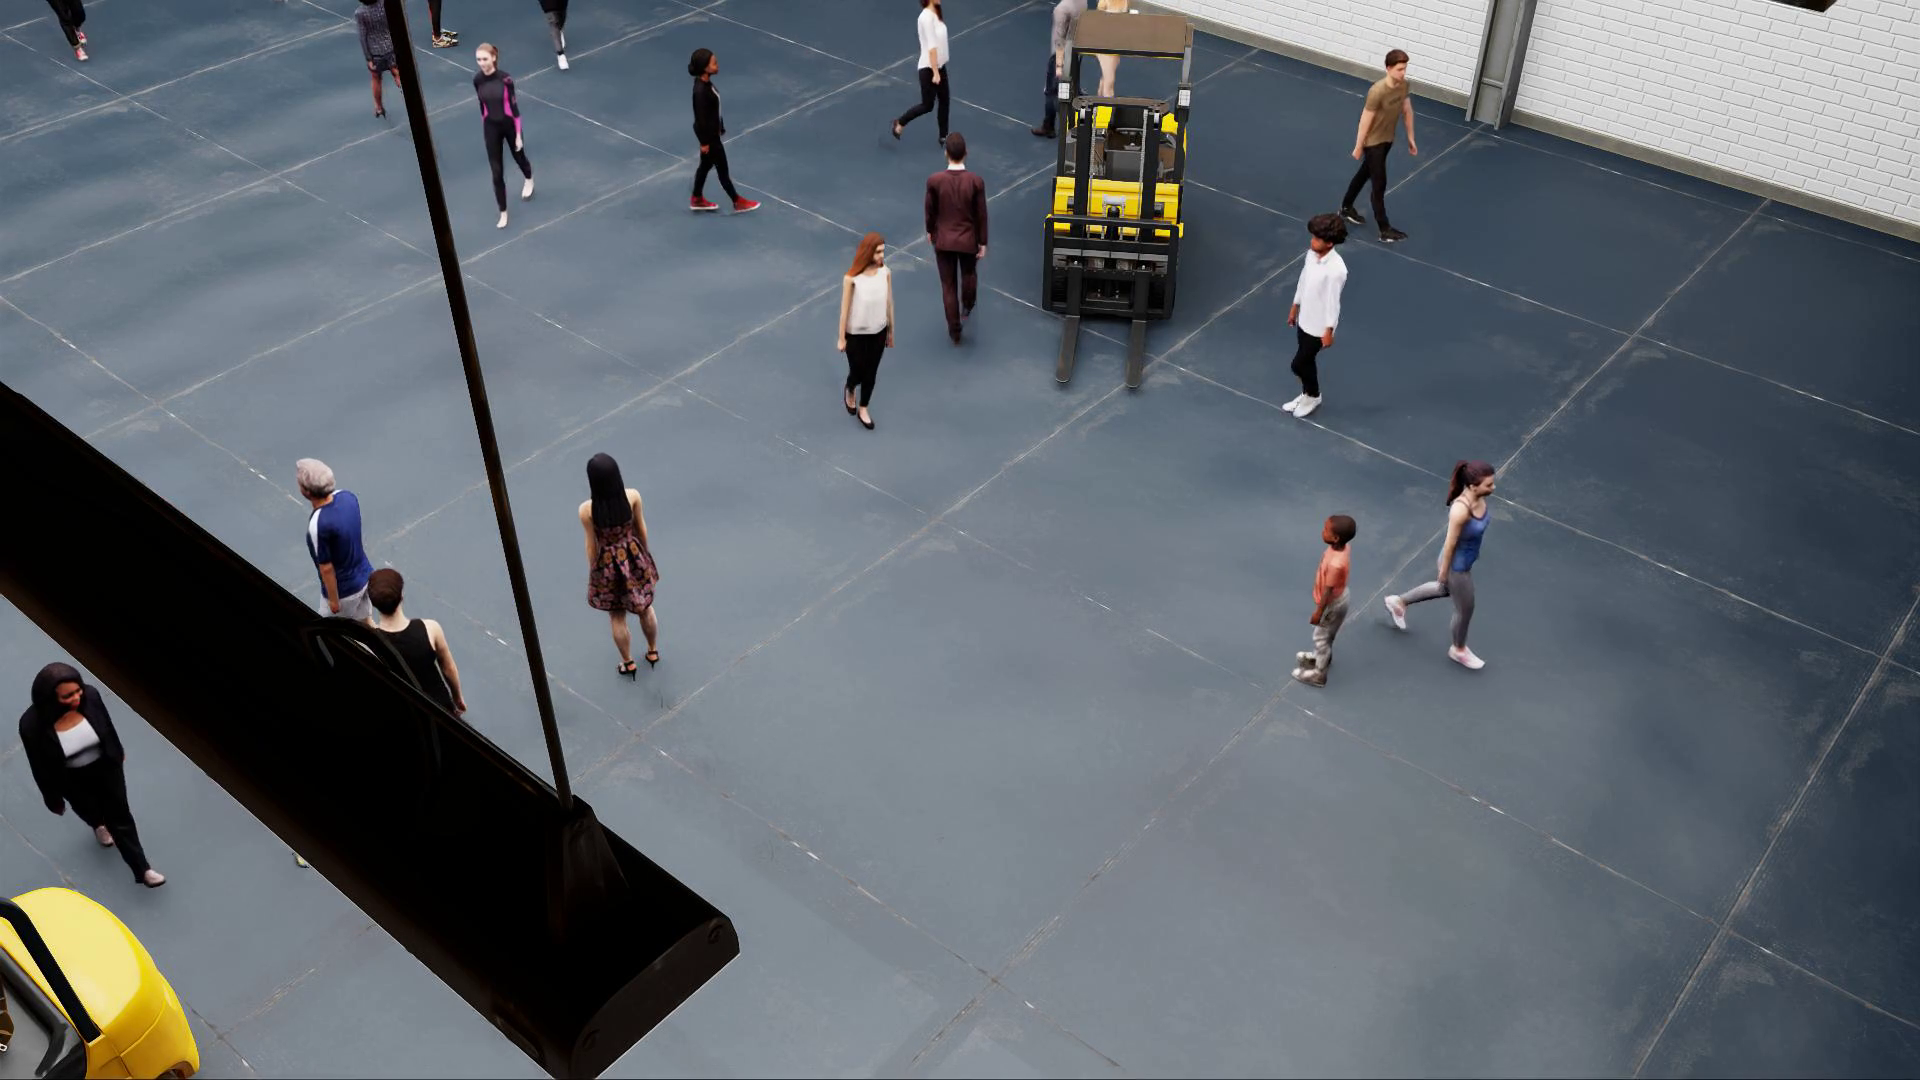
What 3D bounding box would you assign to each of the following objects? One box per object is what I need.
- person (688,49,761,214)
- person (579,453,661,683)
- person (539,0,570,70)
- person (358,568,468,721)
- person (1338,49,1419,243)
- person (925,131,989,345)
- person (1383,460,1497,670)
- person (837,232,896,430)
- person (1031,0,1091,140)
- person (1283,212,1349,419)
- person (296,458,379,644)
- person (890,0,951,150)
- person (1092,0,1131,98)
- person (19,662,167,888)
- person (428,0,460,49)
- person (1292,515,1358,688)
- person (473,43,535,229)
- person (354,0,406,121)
[{"bbox_3d":[-2.483,-3.908,16.014,1.021,1.653,0.956,-2,39,-3],"label":"person"},{"bbox_3d":[-2.208,0.176,10.802,0.756,1.774,0.779,-20,43,-24],"label":"person"},{"bbox_3d":[-4.688,-6.349,19.012,0.984,1.725,1.254,-16,41,-20],"label":"person"},{"bbox_3d":[-3.145,1.000,9.688,0.888,1.877,1.035,-18,42,-21],"label":"person"},{"bbox_3d":[3.884,-3.789,15.738,0.751,1.812,1.153,-31,48,-33],"label":"person"},{"bbox_3d":[-0.032,-2.502,14.104,1.036,1.839,1.082,-2,39,-2],"label":"person"},{"bbox_3d":[3.239,0.113,11.032,1.025,1.585,0.619,23,44,26],"label":"person"},{"bbox_3d":[-0.786,-1.685,13.192,0.739,1.701,0.777,-15,41,-18],"label":"person"},{"bbox_3d":[1.180,-4.975,17.165,1.133,1.883,0.690,26,45,29],"label":"person"},{"bbox_3d":[2.901,-1.772,13.222,0.823,1.798,0.729,-11,40,-13],"label":"person"},{"bbox_3d":[-3.860,0.267,10.648,0.830,1.824,0.789,6,39,7],"label":"person"},{"bbox_3d":[-0.372,-4.813,17.050,1.079,1.774,0.874,9,39,10],"label":"person"},{"bbox_3d":[1.560,-5.319,17.807,0.712,1.619,0.928,-23,44,-26],"label":"person"},{"bbox_3d":[-5.086,1.291,9.578,1.050,1.559,0.671,29,47,31],"label":"person"},{"bbox_3d":[-6.179,-6.674,19.354,0.756,1.806,0.648,-13,40,-16],"label":"person"},{"bbox_3d":[2.466,0.383,10.920,0.588,1.304,0.566,13,40,16],"label":"person"},{"bbox_3d":[-4.368,-3.969,16.048,1.098,1.705,1.100,0,39,0],"label":"person"},{"bbox_3d":[-5.988,-5.051,17.446,0.745,1.651,1.098,-28,46,-30],"label":"person"}]
